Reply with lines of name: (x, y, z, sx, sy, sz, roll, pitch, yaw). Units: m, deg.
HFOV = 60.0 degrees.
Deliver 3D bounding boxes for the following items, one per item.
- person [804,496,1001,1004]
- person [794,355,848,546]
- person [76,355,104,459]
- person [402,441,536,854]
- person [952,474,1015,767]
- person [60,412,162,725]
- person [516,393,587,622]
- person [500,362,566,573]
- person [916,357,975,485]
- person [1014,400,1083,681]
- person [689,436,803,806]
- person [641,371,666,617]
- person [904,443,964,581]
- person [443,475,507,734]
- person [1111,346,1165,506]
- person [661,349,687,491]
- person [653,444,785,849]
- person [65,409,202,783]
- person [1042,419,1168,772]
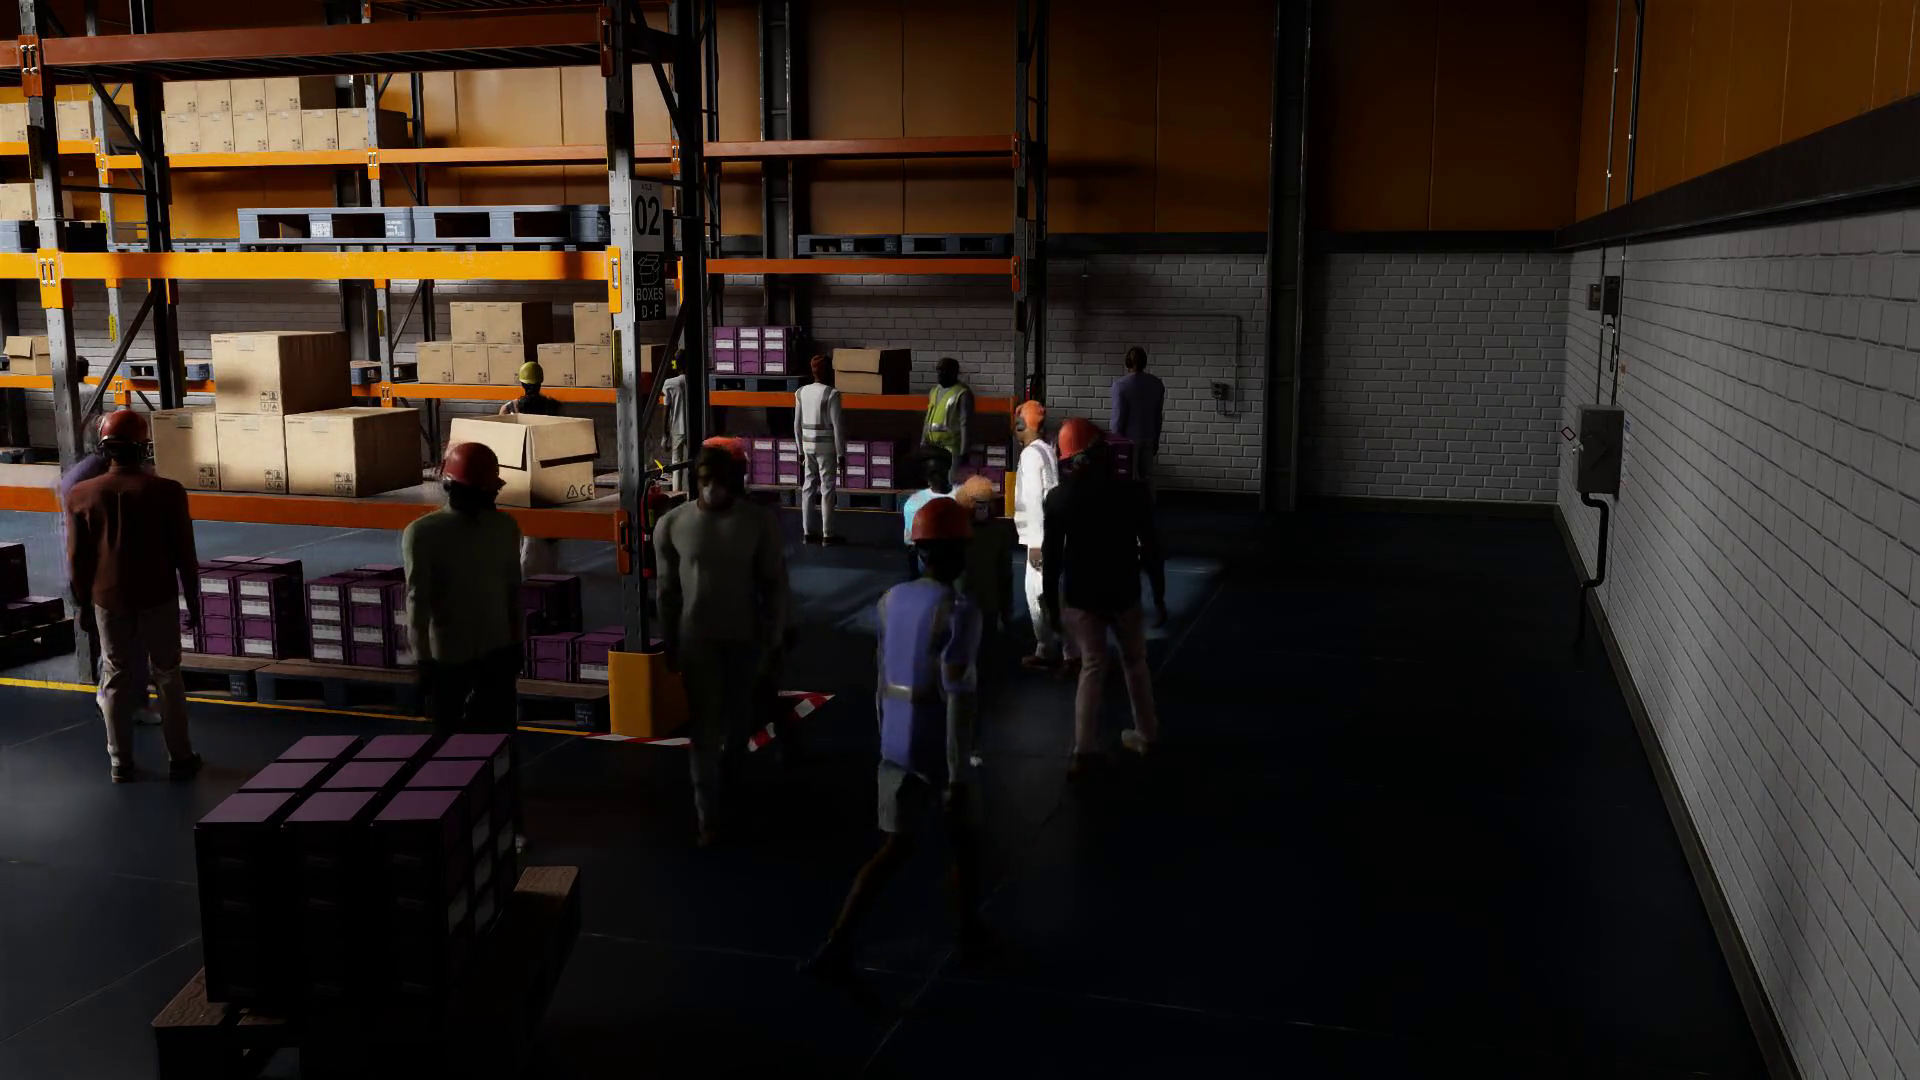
person: (-0.180, 0.788, 6.278, 0.582, 1.888, 0.905, 8, 12, 42)
person: (-1.371, -0.879, 16.397, 0.581, 1.882, 0.339, 7, 11, 35)
person: (-8.861, -0.940, 16.816, 0.329, 1.872, 0.508, 3, 10, 16)
person: (-2.386, 0.482, 7.941, 0.627, 1.952, 0.880, -8, 12, -41)
person: (0.034, 0.427, 9.233, 0.534, 1.610, 0.442, -3, 10, -17)
person: (-4.932, 0.186, 9.858, 0.432, 1.894, 0.669, 3, 10, 19)
person: (-3.047, -0.156, 12.165, 0.431, 1.832, 0.645, -3, 10, -17)
person: (-3.758, -0.621, 14.741, 0.581, 1.919, 0.396, -4, 10, -24)
person: (-0.137, -0.936, 16.895, 0.456, 1.839, 0.651, -6, 11, -34)
person: (0.629, -0.007, 11.187, 0.588, 1.851, 0.652, 2, 9, 11)
person: (-1.139, 0.378, 8.799, 0.551, 1.881, 1.012, 5, 11, 30)
person: (-2.476, -0.356, 13.069, 0.376, 1.930, 0.542, -2, 10, -12)
person: (-0.105, 0.216, 10.380, 0.549, 1.670, 0.538, -5, 11, -30)
person: (-2.447, 0.457, 8.408, 0.403, 1.831, 0.596, -3, 10, -16)
person: (1.798, -1.013, 17.051, 0.634, 1.939, 0.367, -6, 11, -31)
person: (-2.997, -1.139, 18.055, 0.500, 1.863, 0.320, -5, 10, -27)
person: (-1.182, 0.466, 8.215, 0.633, 1.899, 1.017, -2, 9, -10)
person: (-4.386, 0.301, 8.869, 0.622, 1.993, 0.384, -3, 10, -16)
person: (0.801, 0.297, 9.151, 0.688, 1.924, 0.683, 2, 10, 12)
